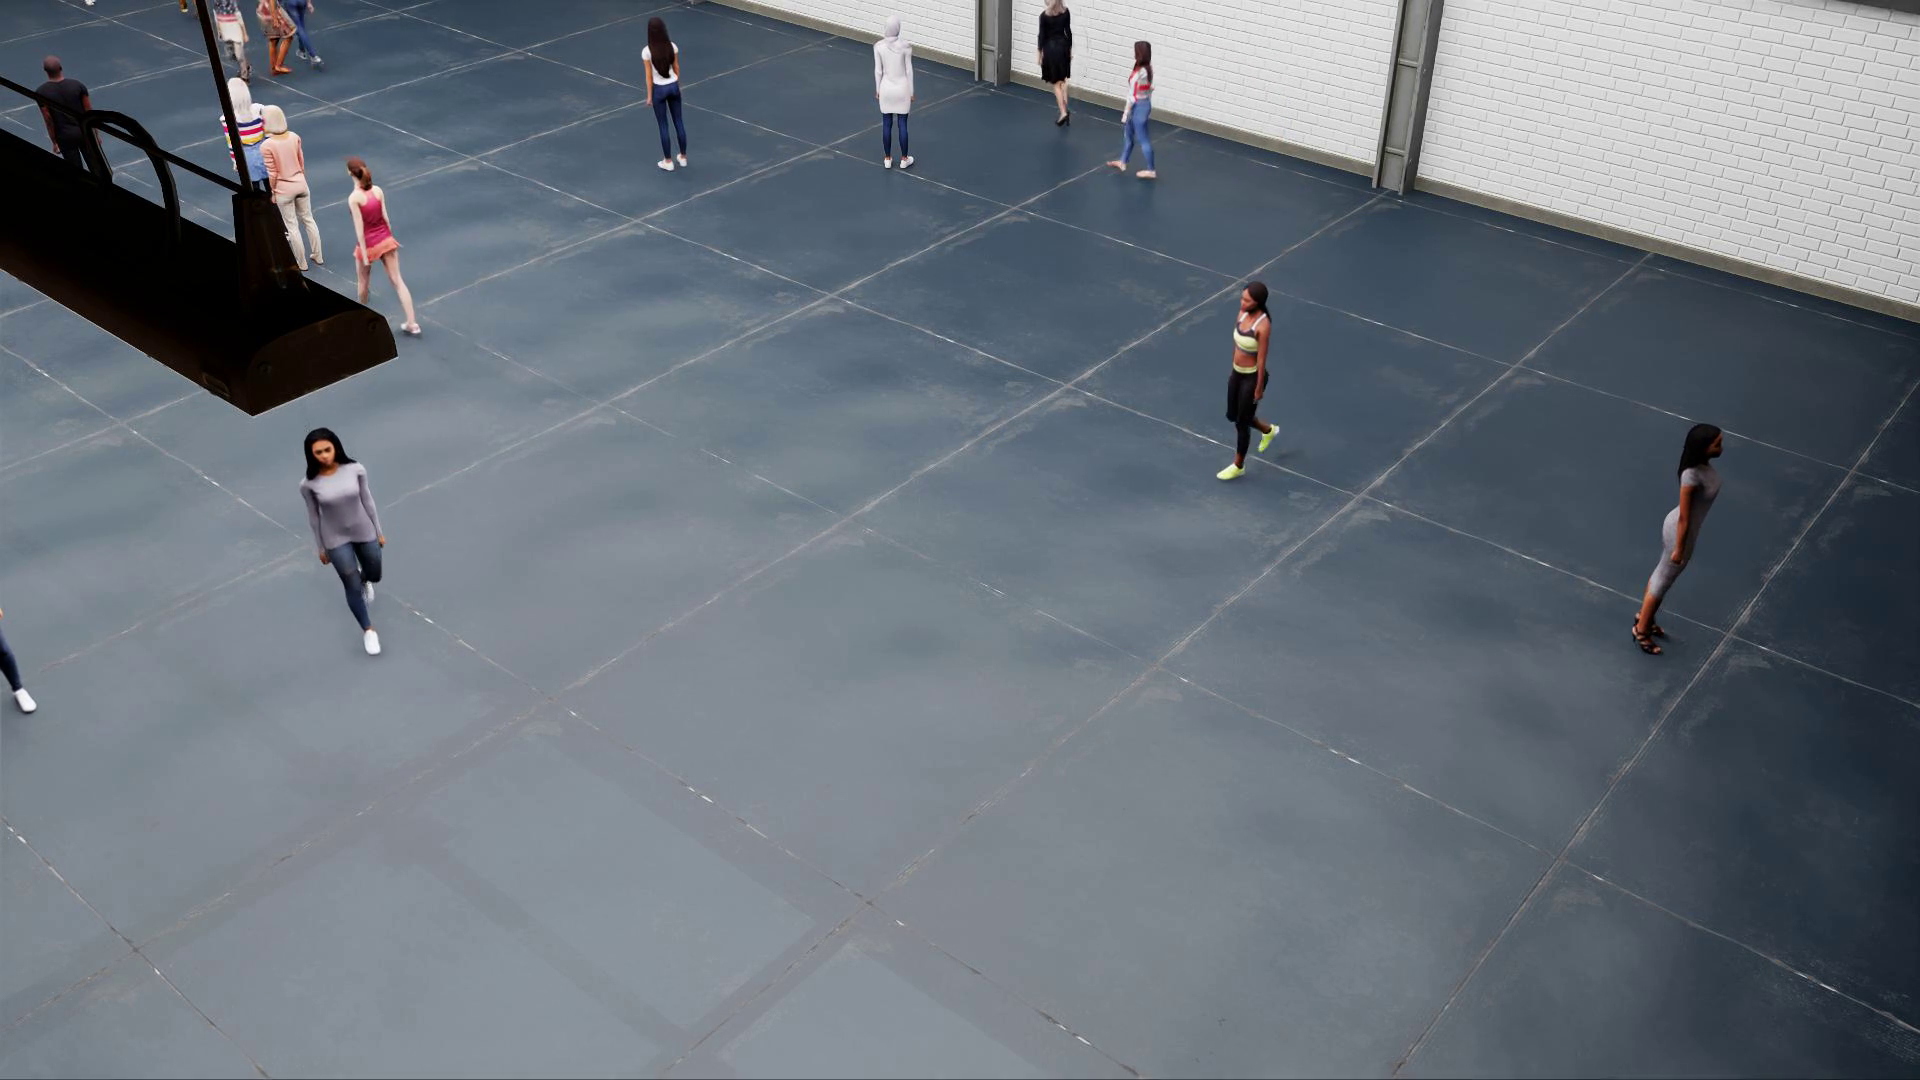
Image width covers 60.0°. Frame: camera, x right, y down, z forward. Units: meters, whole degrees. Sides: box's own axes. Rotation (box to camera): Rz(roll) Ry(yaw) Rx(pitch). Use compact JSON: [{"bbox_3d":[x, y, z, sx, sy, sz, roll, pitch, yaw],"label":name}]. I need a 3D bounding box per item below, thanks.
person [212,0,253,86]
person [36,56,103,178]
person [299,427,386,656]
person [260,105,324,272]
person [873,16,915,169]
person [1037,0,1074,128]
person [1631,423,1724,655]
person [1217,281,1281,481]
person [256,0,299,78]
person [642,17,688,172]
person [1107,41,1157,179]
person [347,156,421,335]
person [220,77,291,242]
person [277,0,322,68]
[{"bbox_3d":[-9.637,-6.745,22.033,0.796,1.422,0.811,8,34,11],"label":"person"},{"bbox_3d":[-9.618,-4.364,18.093,0.732,1.819,0.682,-18,38,-25],"label":"person"},{"bbox_3d":[-4.307,-0.050,11.696,0.836,1.717,1.048,-17,37,-23],"label":"person"},{"bbox_3d":[-6.868,-3.615,17.051,0.532,1.724,0.609,22,39,29],"label":"person"},{"bbox_3d":[-0.765,-5.228,19.432,0.637,1.775,0.749,5,34,7],"label":"person"},{"bbox_3d":[1.219,-5.968,20.597,0.729,1.718,0.760,-10,35,-14],"label":"person"},{"bbox_3d":[5.007,-0.021,11.593,0.590,1.781,0.628,17,37,23],"label":"person"},{"bbox_3d":[2.429,-1.319,13.584,0.834,1.738,0.905,-16,37,-23],"label":"person"},{"bbox_3d":[-9.276,-6.985,22.211,0.772,1.626,0.661,-26,42,-34],"label":"person"},{"bbox_3d":[-3.425,-5.203,19.394,0.648,1.776,0.621,-19,38,-26],"label":"person"},{"bbox_3d":[2.160,-4.927,19.150,0.943,1.588,0.765,14,36,20],"label":"person"},{"bbox_3d":[-5.473,-2.733,15.749,1.119,1.697,0.596,23,40,30],"label":"person"},{"bbox_3d":[-7.434,-4.002,17.558,0.689,1.809,0.580,-25,41,-32],"label":"person"},{"bbox_3d":[-9.012,-7.288,22.589,0.631,1.711,1.101,-28,43,-35],"label":"person"}]
